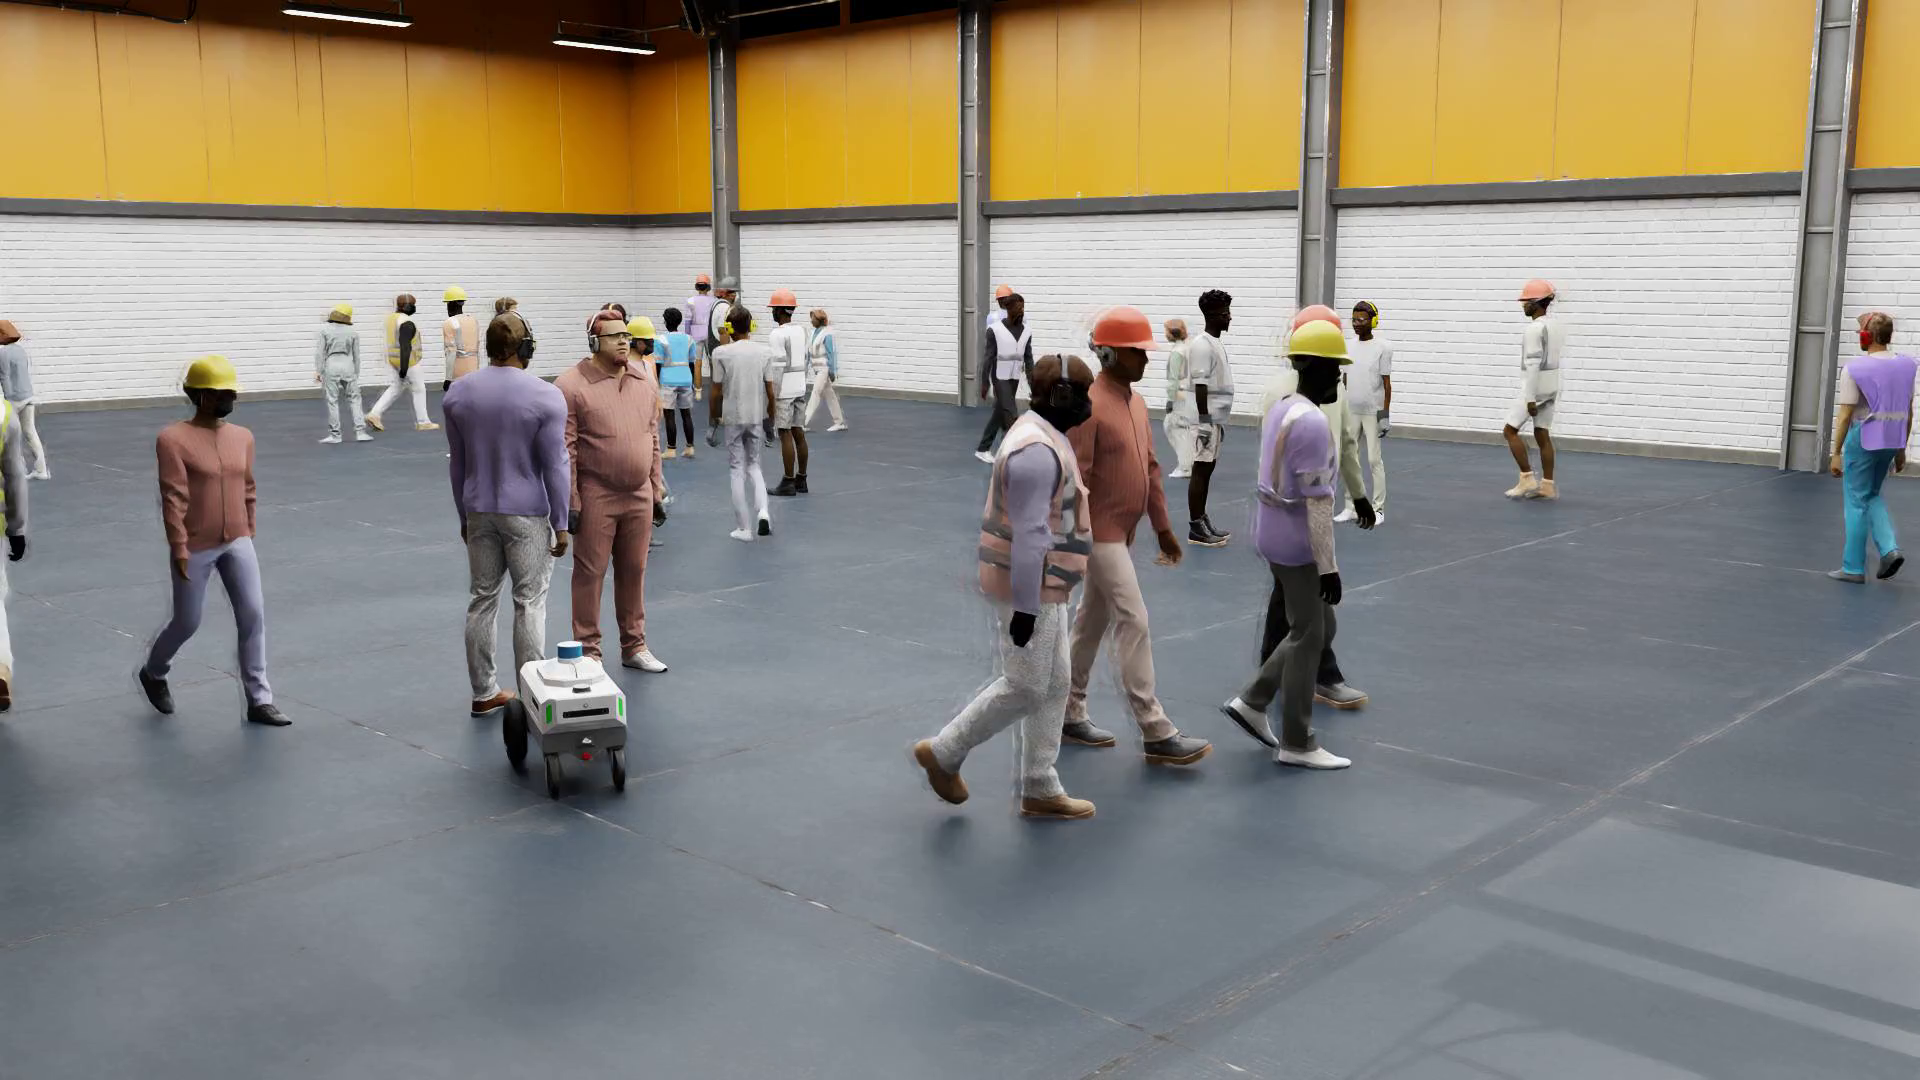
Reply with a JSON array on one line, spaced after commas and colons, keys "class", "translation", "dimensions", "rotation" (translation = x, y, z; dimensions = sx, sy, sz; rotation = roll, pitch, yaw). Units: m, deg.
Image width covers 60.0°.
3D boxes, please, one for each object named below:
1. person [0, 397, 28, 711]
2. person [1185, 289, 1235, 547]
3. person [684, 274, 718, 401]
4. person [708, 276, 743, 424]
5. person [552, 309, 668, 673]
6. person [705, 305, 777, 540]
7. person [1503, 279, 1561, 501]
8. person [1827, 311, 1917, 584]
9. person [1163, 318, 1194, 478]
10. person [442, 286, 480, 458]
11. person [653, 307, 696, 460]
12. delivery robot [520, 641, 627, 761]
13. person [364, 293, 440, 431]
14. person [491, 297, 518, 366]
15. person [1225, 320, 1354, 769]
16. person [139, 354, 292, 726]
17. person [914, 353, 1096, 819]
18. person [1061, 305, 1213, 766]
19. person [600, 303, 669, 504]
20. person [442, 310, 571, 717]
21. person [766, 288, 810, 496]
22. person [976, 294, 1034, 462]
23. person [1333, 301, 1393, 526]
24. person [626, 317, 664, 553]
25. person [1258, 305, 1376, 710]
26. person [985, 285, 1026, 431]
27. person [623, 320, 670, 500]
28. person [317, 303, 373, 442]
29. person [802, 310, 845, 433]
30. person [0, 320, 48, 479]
[{"class": "person", "translation": [-4.685, -0.039, 7.733], "dimensions": [0.633, 1.826, 0.497], "rotation": [-7, 12, -38]}, {"class": "person", "translation": [1.924, -0.944, 12.822], "dimensions": [0.368, 1.967, 0.600], "rotation": [3, 10, 17]}, {"class": "person", "translation": [-4.123, -3.263, 26.810], "dimensions": [0.615, 2.040, 0.391], "rotation": [-1, 9, -9]}, {"class": "person", "translation": [-3.127, -2.566, 22.547], "dimensions": [0.562, 2.000, 0.701], "rotation": [-3, 10, -20]}, {"class": "person", "translation": [-1.786, -0.226, 8.592], "dimensions": [0.411, 1.913, 0.643], "rotation": [9, 13, 42]}, {"class": "person", "translation": [-1.709, -0.905, 12.977], "dimensions": [0.517, 1.846, 0.405], "rotation": [-5, 11, -28]}, {"class": "person", "translation": [5.238, -1.356, 15.197], "dimensions": [0.558, 2.024, 0.624], "rotation": [9, 13, 44]}, {"class": "person", "translation": [6.089, -0.604, 11.133], "dimensions": [0.589, 1.835, 0.435], "rotation": [-3, 10, -17]}, {"class": "person", "translation": [2.214, -1.424, 16.800], "dimensions": [0.383, 1.618, 0.537], "rotation": [3, 10, 18]}, {"class": "person", "translation": [-5.613, -1.878, 18.673], "dimensions": [0.383, 1.924, 0.594], "rotation": [3, 10, 18]}, {"class": "person", "translation": [-3.172, -1.734, 18.497], "dimensions": [0.541, 1.695, 0.317], "rotation": [-8, 12, -42]}, {"class": "delivery robot", "translation": [-1.627, 0.669, 6.968], "dimensions": [0.477, 0.478, 0.707], "rotation": [-4, 10, -22]}, {"class": "person", "translation": [-7.339, -2.315, 21.742], "dimensions": [0.867, 1.809, 0.623], "rotation": [-8, 12, -40]}, {"class": "person", "translation": [-4.783, -1.626, 17.413], "dimensions": [0.633, 1.832, 0.533], "rotation": [-3, 10, -16]}, {"class": "person", "translation": [1.444, 0.029, 7.046], "dimensions": [0.417, 1.911, 0.613], "rotation": [1, 9, 4]}, {"class": "person", "translation": [-3.531, -0.001, 7.746], "dimensions": [0.791, 1.737, 0.527], "rotation": [6, 11, 31]}, {"class": "person", "translation": [0.181, 0.187, 6.394], "dimensions": [0.654, 1.811, 0.686], "rotation": [1, 9, 5]}, {"class": "person", "translation": [0.775, -0.015, 7.170], "dimensions": [0.923, 1.959, 0.616], "rotation": [4, 10, 25]}, {"class": "person", "translation": [-3.048, -1.191, 14.799], "dimensions": [0.972, 1.824, 0.539], "rotation": [1, 9, 5]}, {"class": "person", "translation": [-2.113, -0.105, 7.824], "dimensions": [0.623, 1.932, 0.382], "rotation": [2, 10, 14]}, {"class": "person", "translation": [-1.634, -1.380, 15.586], "dimensions": [0.362, 1.939, 0.542], "rotation": [5, 10, 26]}, {"class": "person", "translation": [0.503, -1.726, 17.969], "dimensions": [0.603, 1.864, 1.020], "rotation": [-9, 13, -43]}, {"class": "person", "translation": [3.353, -1.047, 13.806], "dimensions": [0.329, 1.861, 0.506], "rotation": [-8, 12, -41]}, {"class": "person", "translation": [-2.398, -0.792, 12.514], "dimensions": [0.330, 1.765, 0.533], "rotation": [2, 9, 10]}, {"class": "person", "translation": [1.788, -0.167, 8.142], "dimensions": [0.818, 1.945, 0.716], "rotation": [7, 11, 35]}, {"class": "person", "translation": [0.598, -2.387, 21.836], "dimensions": [0.553, 1.918, 0.764], "rotation": [-2, 10, -14]}, {"class": "person", "translation": [-2.757, -1.032, 14.214], "dimensions": [0.363, 1.677, 0.549], "rotation": [0, 9, -2]}, {"class": "person", "translation": [-7.513, -2.035, 20.300], "dimensions": [0.629, 1.714, 0.443], "rotation": [-6, 11, -31]}, {"class": "person", "translation": [-1.859, -2.178, 21.544], "dimensions": [0.873, 1.590, 0.528], "rotation": [-5, 10, -27]}, {"class": "person", "translation": [-9.457, -1.385, 16.614], "dimensions": [0.524, 1.608, 0.570], "rotation": [0, 9, -2]}]
